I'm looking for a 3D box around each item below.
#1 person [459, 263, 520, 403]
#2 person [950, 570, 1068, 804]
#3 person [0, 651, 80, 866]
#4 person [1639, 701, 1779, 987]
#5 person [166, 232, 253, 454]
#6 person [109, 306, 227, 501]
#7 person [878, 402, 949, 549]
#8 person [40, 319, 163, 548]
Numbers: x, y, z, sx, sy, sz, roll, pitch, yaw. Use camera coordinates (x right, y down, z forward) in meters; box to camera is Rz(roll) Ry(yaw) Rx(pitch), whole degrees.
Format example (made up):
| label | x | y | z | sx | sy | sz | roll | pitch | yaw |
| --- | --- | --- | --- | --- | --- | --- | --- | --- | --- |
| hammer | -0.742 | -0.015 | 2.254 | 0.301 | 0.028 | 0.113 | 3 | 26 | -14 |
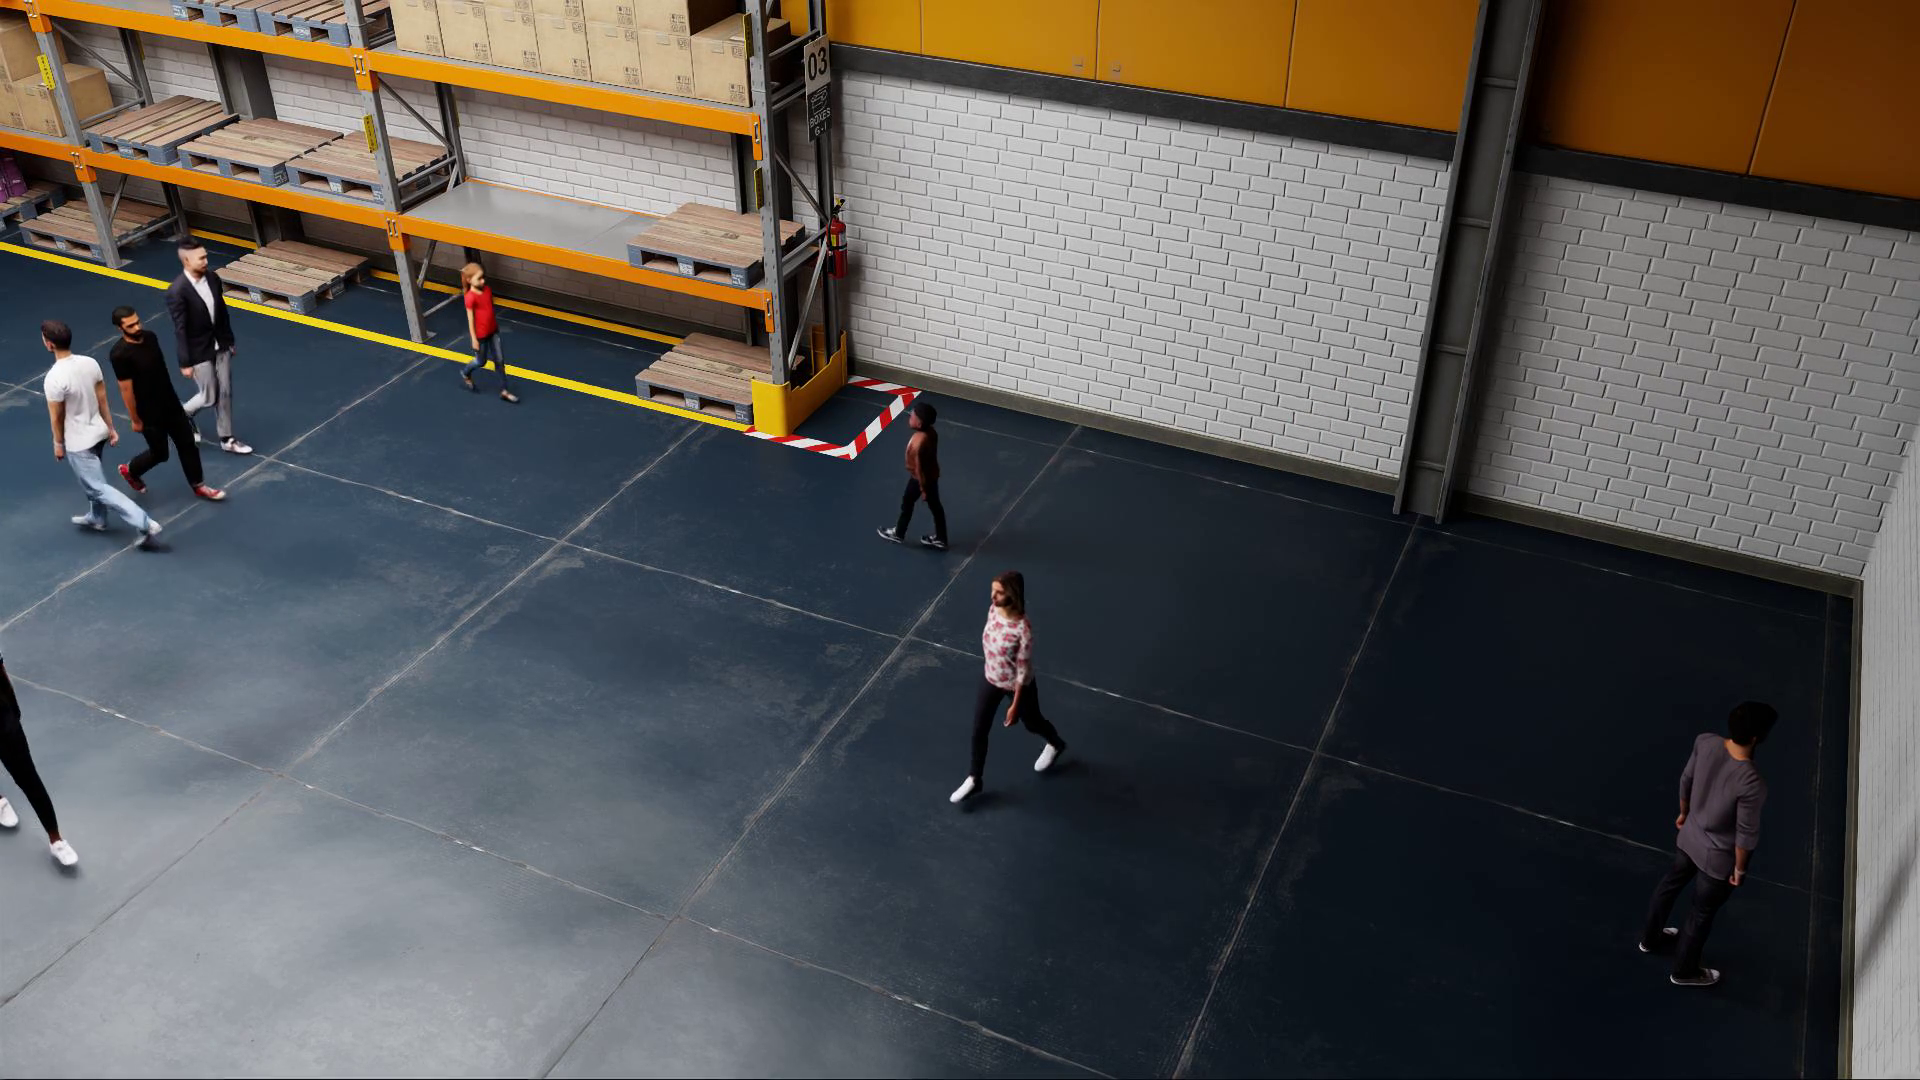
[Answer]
| label | x | y | z | sx | sy | sz | roll | pitch | yaw |
| --- | --- | --- | --- | --- | --- | --- | --- | --- | --- |
| person | -4.220 | -1.830 | 14.590 | 0.849 | 1.292 | 0.531 | 18 | 38 | 25 |
| person | 0.373 | 0.868 | 10.251 | 0.894 | 1.601 | 1.105 | -28 | 43 | -35 |
| person | -5.784 | 1.118 | 9.800 | 1.229 | 1.685 | 0.880 | 28 | 43 | 36 |
| person | 4.024 | 1.608 | 8.911 | 0.785 | 1.853 | 0.737 | -10 | 35 | -15 |
| person | -6.285 | -1.612 | 13.678 | 0.878 | 1.938 | 0.770 | 16 | 37 | 23 |
| person | -6.361 | -1.038 | 13.001 | 1.080 | 1.732 | 0.781 | 6 | 34 | 9 |
| person | -0.212 | -0.470 | 12.596 | 0.773 | 1.233 | 0.548 | 13 | 36 | 19 |
| person | -6.516 | -0.767 | 12.493 | 1.206 | 1.842 | 0.871 | 5 | 34 | 8 |
